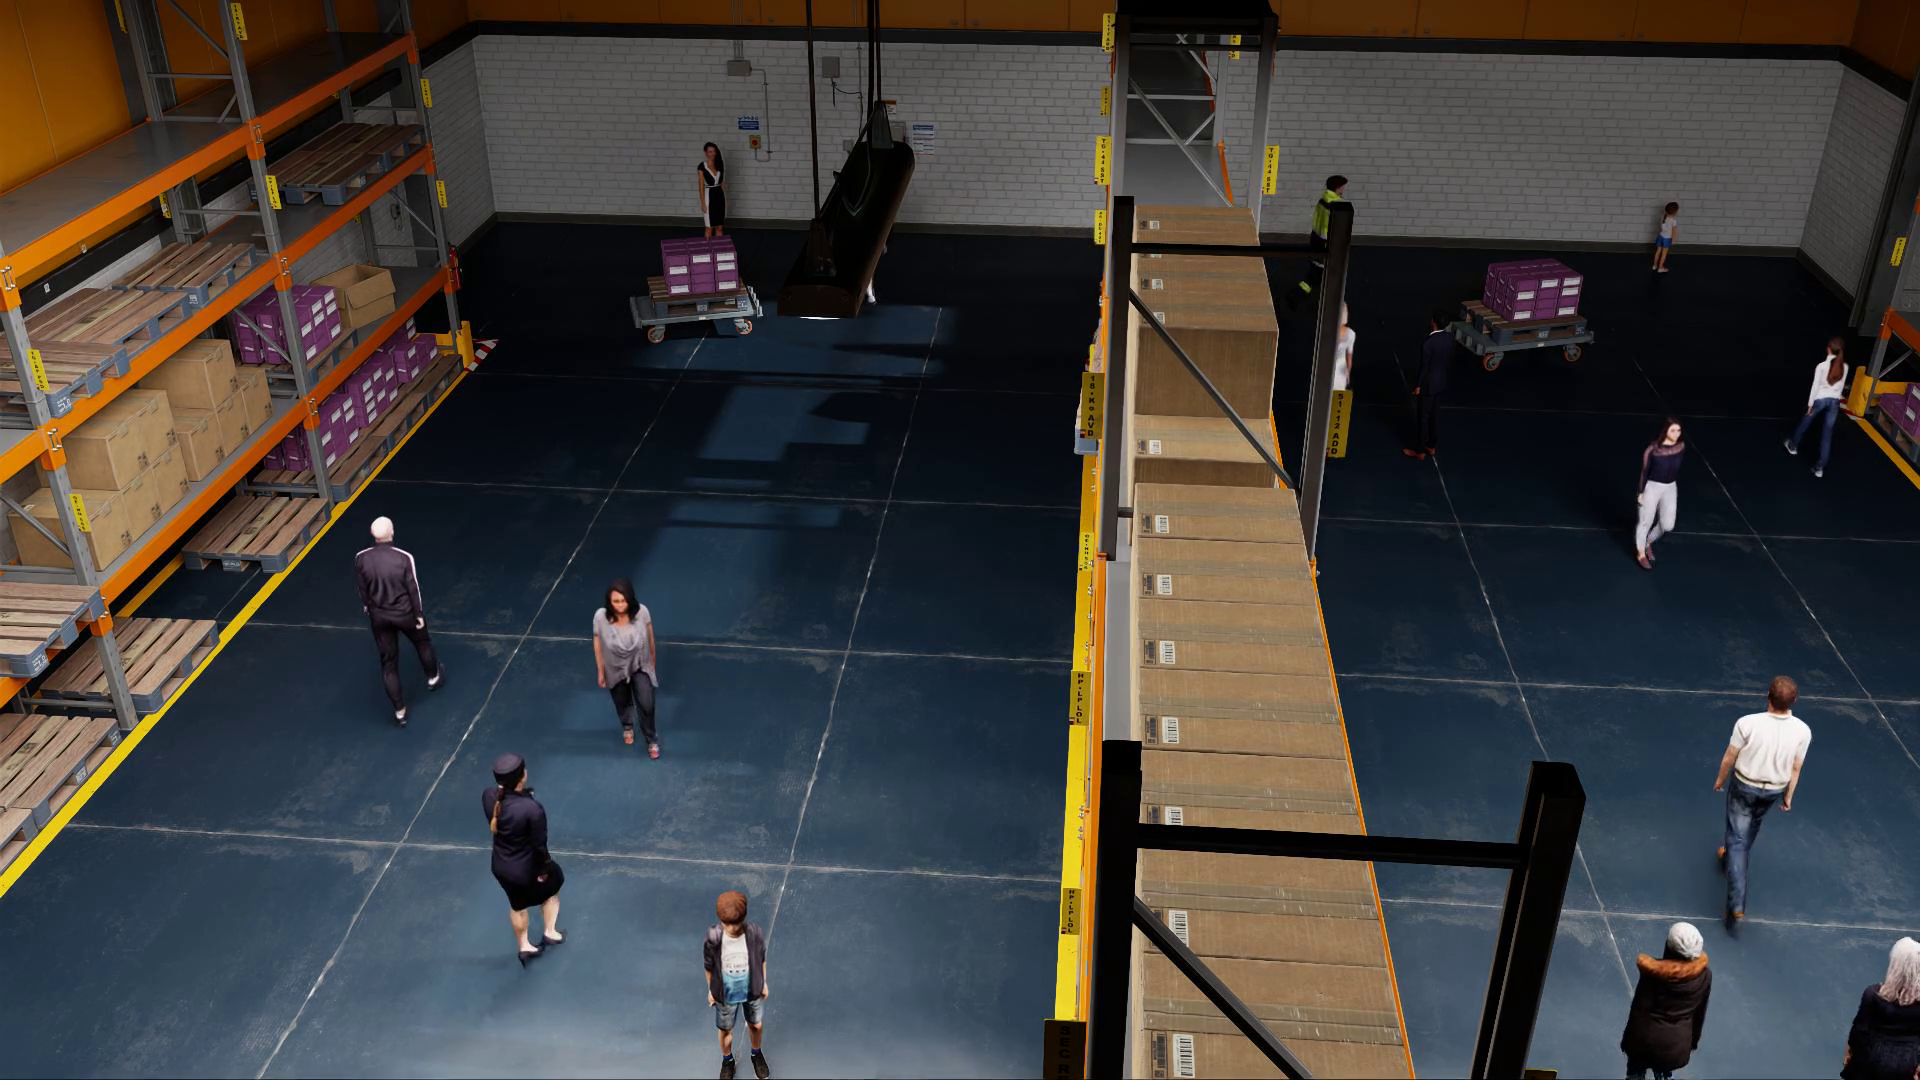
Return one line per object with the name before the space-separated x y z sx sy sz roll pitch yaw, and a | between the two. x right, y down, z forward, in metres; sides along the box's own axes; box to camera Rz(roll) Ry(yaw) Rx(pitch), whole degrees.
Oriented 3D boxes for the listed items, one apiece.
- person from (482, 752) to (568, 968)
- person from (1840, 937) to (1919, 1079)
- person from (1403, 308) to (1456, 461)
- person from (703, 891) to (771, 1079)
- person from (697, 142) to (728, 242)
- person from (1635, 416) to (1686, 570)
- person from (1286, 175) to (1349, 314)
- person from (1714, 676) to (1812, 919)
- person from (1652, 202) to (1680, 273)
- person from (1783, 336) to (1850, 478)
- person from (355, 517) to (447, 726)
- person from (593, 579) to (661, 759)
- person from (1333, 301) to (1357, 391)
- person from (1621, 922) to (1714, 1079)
person | -2.989 2.198 11.169 0.783 1.660 0.774 11 31 20
person | 5.297 3.062 9.512 0.635 1.731 0.736 7 29 13
person | 5.179 -1.713 18.271 0.703 1.726 0.750 -20 34 -32
person | -1.375 2.773 10.339 0.598 1.446 0.596 -7 29 -12
person | -3.547 -4.822 23.897 0.627 1.795 0.700 -24 37 -37
person | 6.733 -0.479 16.142 0.667 1.599 0.664 -5 29 -10
person | 4.752 -3.845 21.929 1.073 1.965 1.121 -9 30 -15
person | 5.598 1.825 11.687 0.778 1.820 1.235 6 29 11
person | 10.120 -4.355 23.853 0.528 1.019 0.435 -9 30 -17
person | 9.350 -1.414 17.948 0.548 1.510 1.054 3 29 6
person | -4.694 0.710 13.750 0.804 1.802 1.069 -3 29 -6
person | -2.704 0.959 13.521 0.733 1.584 0.831 -4 29 -8
person | 4.132 -1.795 18.417 0.578 1.730 0.953 3 29 5
person | 4.144 2.974 9.789 0.659 1.619 0.824 1 29 1
